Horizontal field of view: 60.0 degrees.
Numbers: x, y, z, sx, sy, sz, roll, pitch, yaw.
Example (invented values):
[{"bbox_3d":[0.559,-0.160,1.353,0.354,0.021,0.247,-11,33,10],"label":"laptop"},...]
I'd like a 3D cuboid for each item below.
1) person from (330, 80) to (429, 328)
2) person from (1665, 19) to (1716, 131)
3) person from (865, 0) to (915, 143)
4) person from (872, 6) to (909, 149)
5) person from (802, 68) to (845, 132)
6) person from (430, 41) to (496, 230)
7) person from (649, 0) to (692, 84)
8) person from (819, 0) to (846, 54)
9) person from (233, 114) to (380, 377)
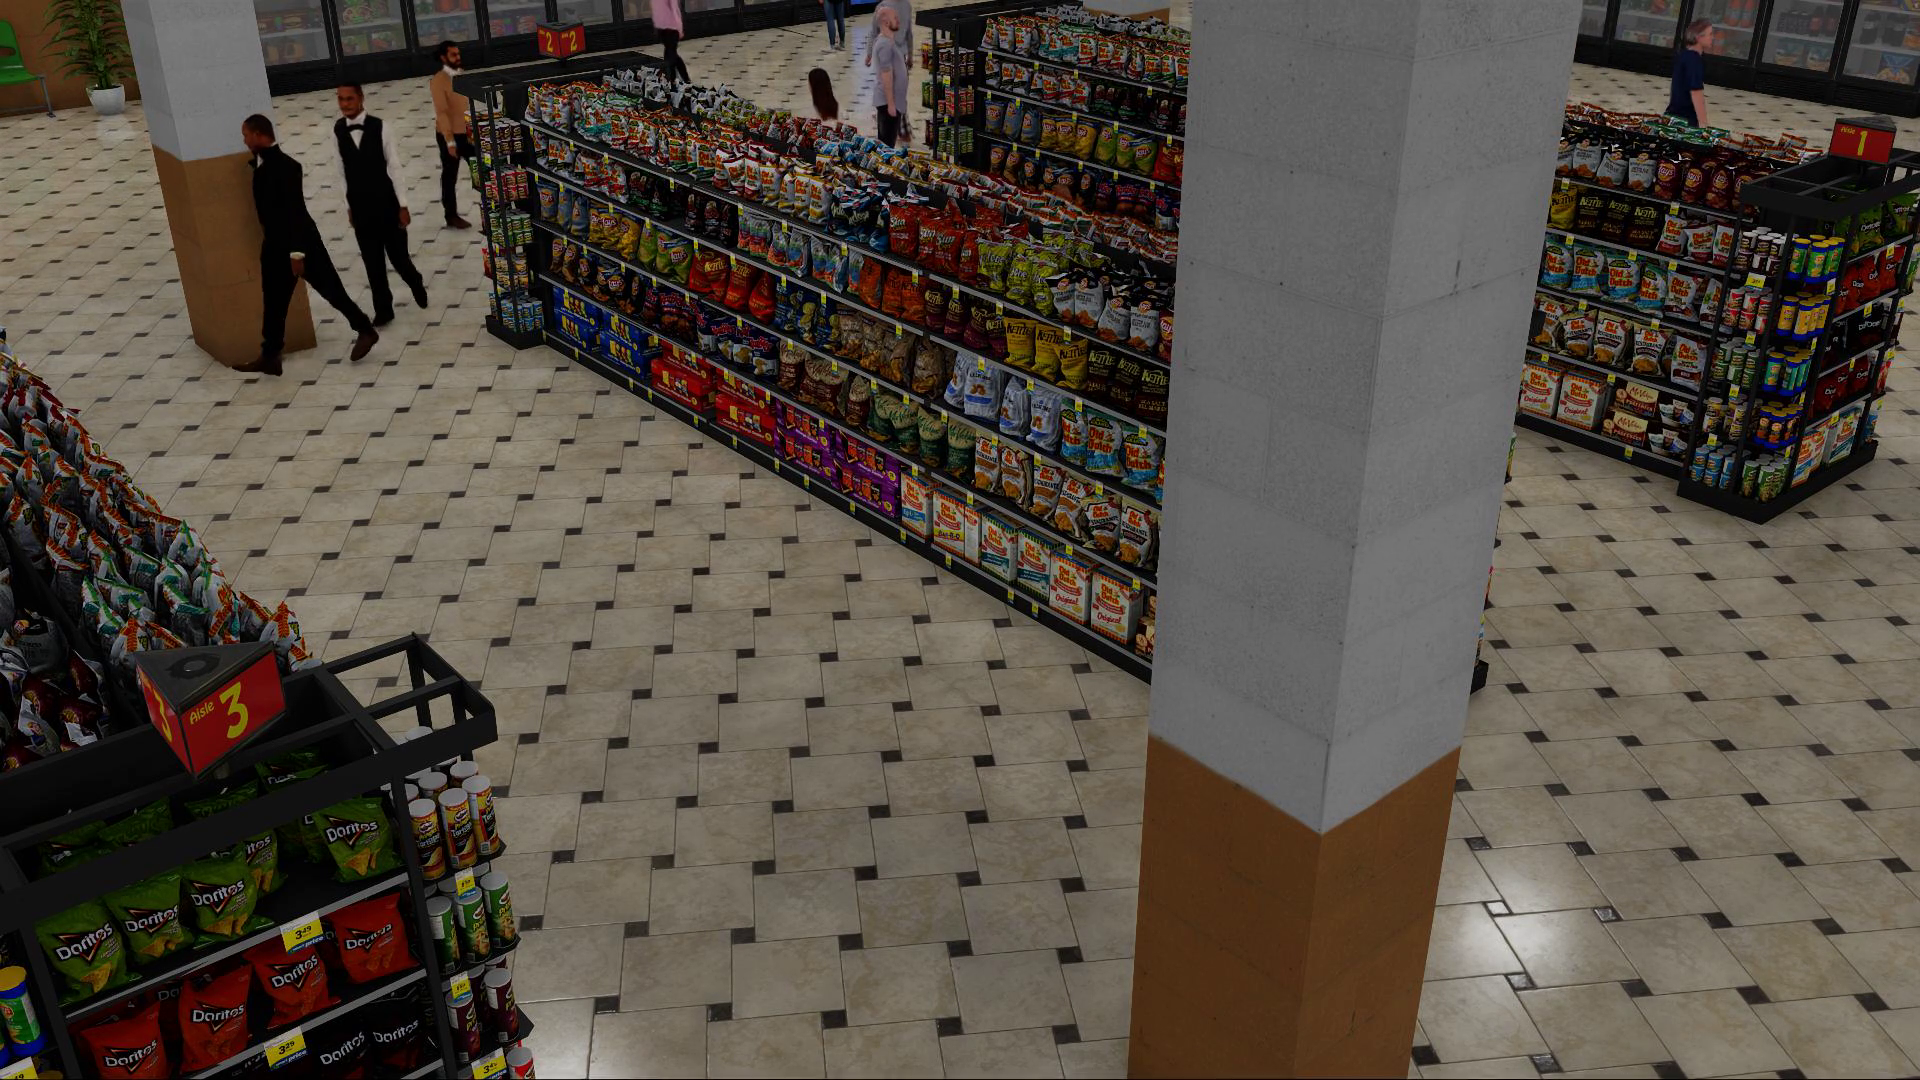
[{"bbox_3d":[-4.568,-2.673,13.110,1.058,1.900,1.144,-2,27,-3],"label":"person"},{"bbox_3d":[6.681,-3.911,15.654,1.301,1.808,1.042,10,29,20],"label":"person"},{"bbox_3d":[-0.686,-5.315,18.418,0.619,1.813,1.077,-21,34,-35],"label":"person"},{"bbox_3d":[-0.709,-4.336,16.467,0.825,1.831,0.727,-2,27,-4],"label":"person"},{"bbox_3d":[-1.102,-3.224,14.470,0.663,1.654,1.090,-18,32,-31],"label":"person"},{"bbox_3d":[-4.684,-3.700,15.333,1.162,1.722,0.916,15,30,26],"label":"person"},{"bbox_3d":[-3.575,-6.345,20.623,0.781,1.655,0.804,-20,33,-34],"label":"person"},{"bbox_3d":[-1.780,-7.675,23.267,0.581,1.637,0.650,22,34,37],"label":"person"},{"bbox_3d":[-4.748,-2.135,12.113,1.323,1.845,1.007,19,33,33],"label":"person"}]
